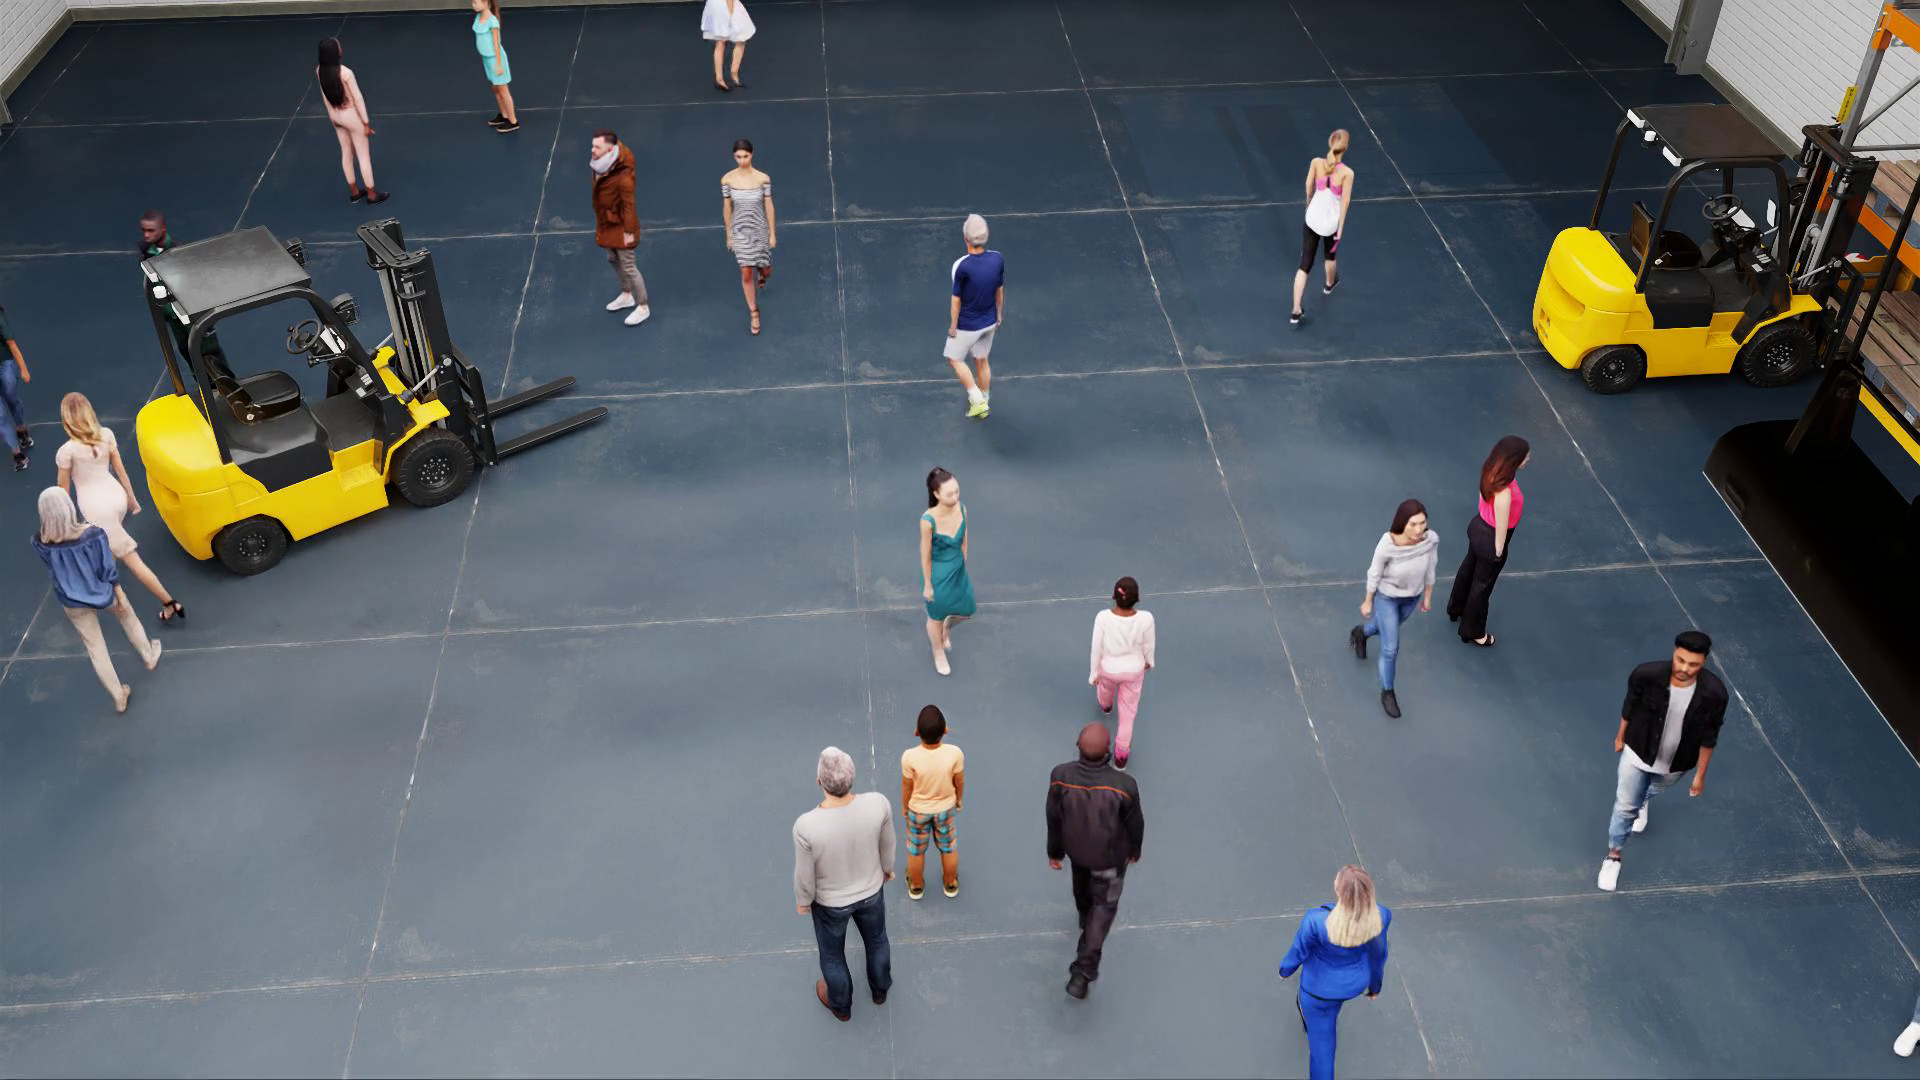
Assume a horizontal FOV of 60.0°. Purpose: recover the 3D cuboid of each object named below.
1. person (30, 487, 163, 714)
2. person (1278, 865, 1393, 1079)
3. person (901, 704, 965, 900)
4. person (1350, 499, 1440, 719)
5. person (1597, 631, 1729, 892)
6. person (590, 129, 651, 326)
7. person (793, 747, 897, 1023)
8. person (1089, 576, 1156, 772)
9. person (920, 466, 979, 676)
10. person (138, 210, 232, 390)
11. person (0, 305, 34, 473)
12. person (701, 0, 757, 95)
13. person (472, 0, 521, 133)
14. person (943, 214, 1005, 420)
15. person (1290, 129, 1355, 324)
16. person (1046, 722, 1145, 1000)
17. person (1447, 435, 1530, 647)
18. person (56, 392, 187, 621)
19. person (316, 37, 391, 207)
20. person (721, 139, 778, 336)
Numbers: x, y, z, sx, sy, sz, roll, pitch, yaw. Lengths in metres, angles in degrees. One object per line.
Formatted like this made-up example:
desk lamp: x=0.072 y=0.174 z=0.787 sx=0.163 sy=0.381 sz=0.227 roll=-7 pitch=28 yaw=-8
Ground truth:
person: x=-5.684 y=0.440 z=10.865 sx=0.725 sy=1.676 sz=0.926 roll=-11 pitch=40 yaw=-13
person: x=1.939 y=2.354 z=8.475 sx=0.708 sy=1.666 sz=1.030 roll=-7 pitch=39 yaw=-8
person: x=-0.166 y=1.539 z=9.663 sx=0.536 sy=1.459 sz=0.516 roll=-8 pitch=39 yaw=-9
person: x=2.856 y=0.351 z=11.041 sx=0.744 sy=1.595 sz=1.082 roll=-11 pitch=40 yaw=-13
person: x=4.180 y=1.174 z=9.871 sx=1.054 sy=1.768 sz=1.274 roll=15 pitch=41 yaw=18
person: x=-3.026 y=-2.811 z=14.809 sx=0.896 sy=1.833 sz=0.810 roll=-24 pitch=45 yaw=-27
person: x=-0.607 y=1.862 z=8.898 sx=0.821 sy=1.908 sz=0.768 roll=-16 pitch=41 yaw=-19
person: x=1.026 y=0.857 z=10.551 sx=0.691 sy=1.415 sz=1.006 roll=3 pitch=39 yaw=4
person: x=-0.160 y=0.198 z=11.166 sx=0.696 sy=1.679 sz=0.754 roll=-23 pitch=44 yaw=-26
person: x=-6.356 y=-1.908 z=13.681 sx=0.760 sy=1.831 sz=0.750 roll=11 pitch=40 yaw=13
person: x=-7.703 y=-1.405 z=13.242 sx=0.841 sy=1.592 sz=1.005 roll=-21 pitch=43 yaw=-24
person: x=-2.720 y=-5.873 z=18.669 sx=0.935 sy=1.802 sz=0.899 roll=-27 pitch=46 yaw=-30
person: x=-5.054 y=-5.217 z=18.043 sx=0.694 sy=1.558 sz=0.613 roll=-27 pitch=46 yaw=-30
person: x=0.163 y=-1.734 z=13.468 sx=0.807 sy=1.823 sz=0.863 roll=-22 pitch=44 yaw=-25
person: x=3.178 y=-2.749 z=14.815 sx=1.085 sy=1.730 sz=1.239 roll=21 pitch=43 yaw=25
person: x=0.720 y=1.748 z=9.128 sx=1.058 sy=1.800 sz=1.287 roll=15 pitch=41 yaw=18
person: x=3.648 y=-0.013 z=11.440 sx=0.647 sy=1.666 sz=0.464 roll=-1 pitch=39 yaw=-1
person: x=-5.845 y=-0.147 z=11.533 sx=1.040 sy=1.760 sz=1.157 roll=15 pitch=41 yaw=18
person: x=-6.114 y=-4.179 z=16.613 sx=0.698 sy=1.720 sz=0.702 roll=17 pitch=42 yaw=20
person: x=-1.848 y=-2.722 z=14.721 sx=0.602 sy=1.805 sz=0.859 roll=-2 pitch=39 yaw=-2
